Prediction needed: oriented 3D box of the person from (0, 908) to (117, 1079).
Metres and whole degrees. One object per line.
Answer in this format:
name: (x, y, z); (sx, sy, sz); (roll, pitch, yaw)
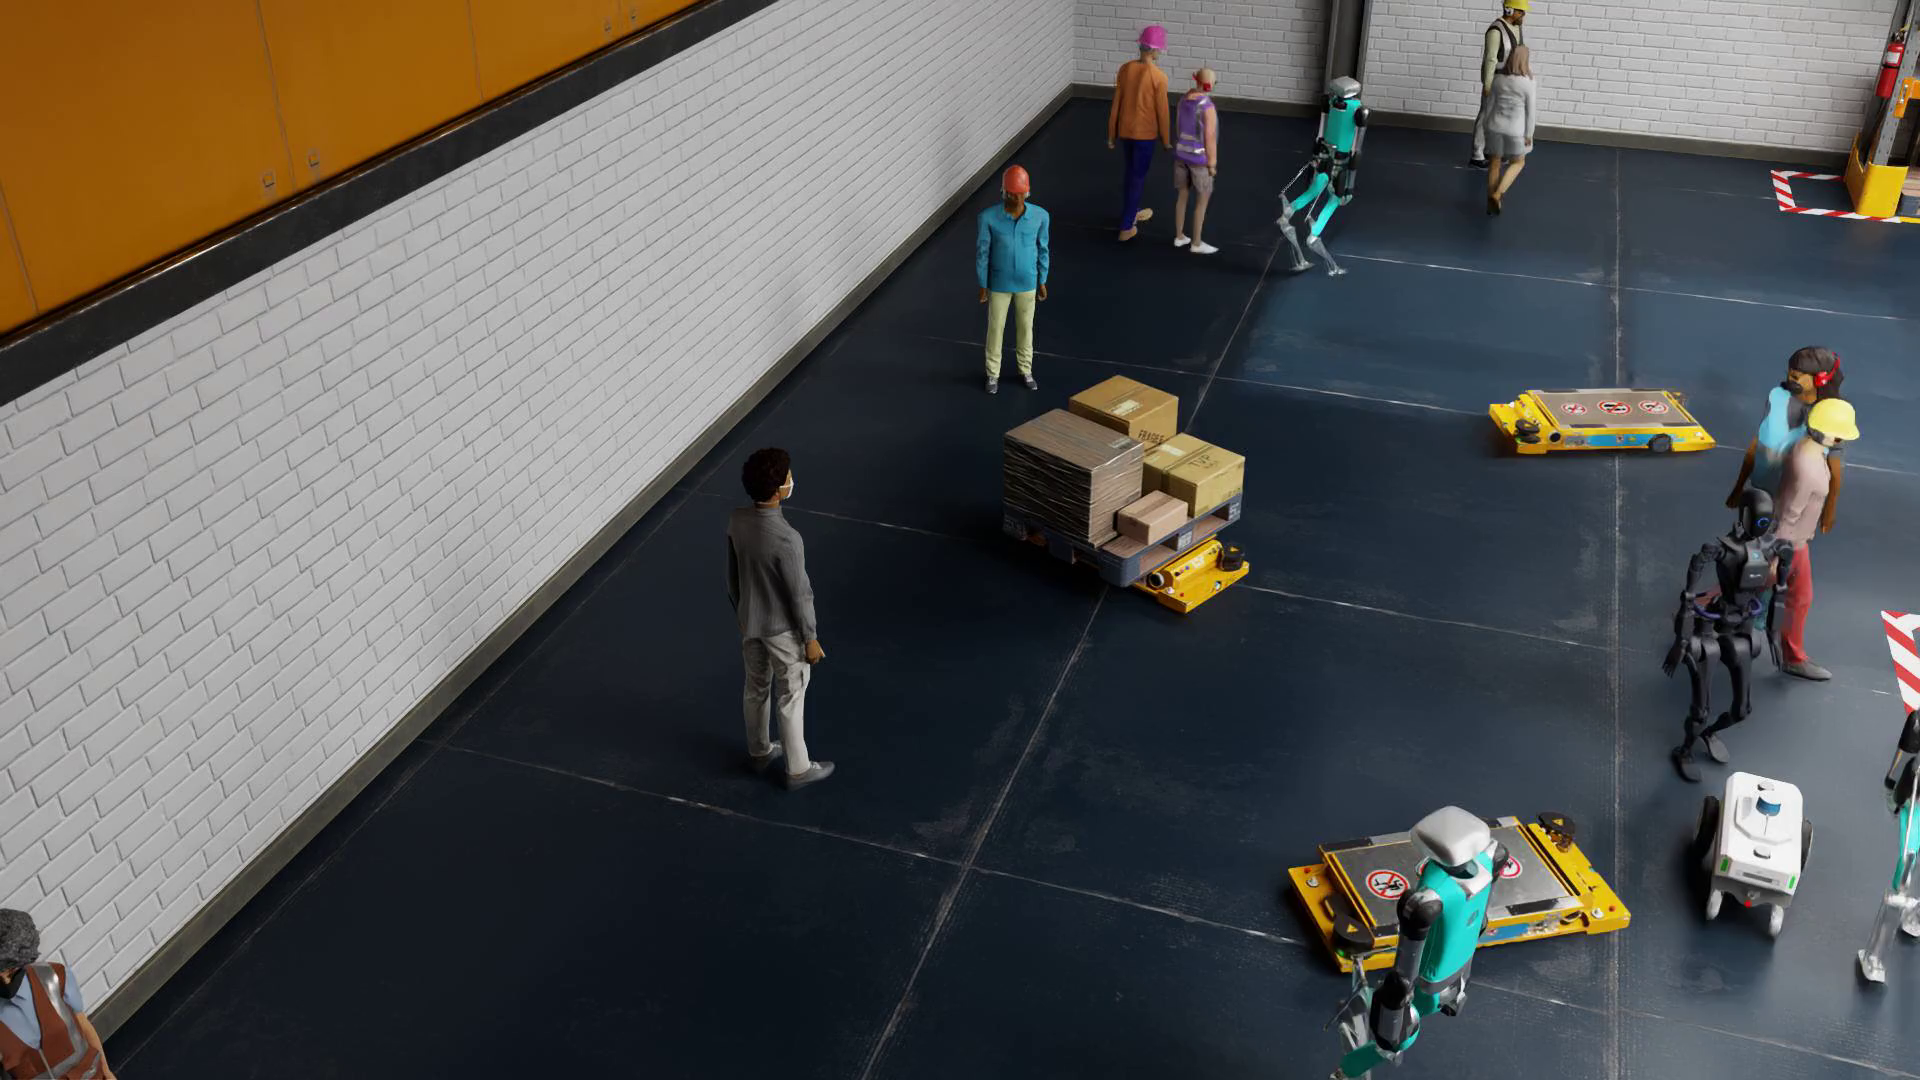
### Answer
person: (-3.217, 1.972, 5.876); (0.315, 1.680, 0.424); (23, 38, 34)

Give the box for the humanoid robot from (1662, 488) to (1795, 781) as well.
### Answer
humanoid robot: (3.881, 0.467, 8.435); (0.590, 1.636, 0.365); (-3, 31, -5)

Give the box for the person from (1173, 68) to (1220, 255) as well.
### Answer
person: (2.118, -3.420, 15.047); (0.345, 1.688, 0.535); (-20, 36, -30)

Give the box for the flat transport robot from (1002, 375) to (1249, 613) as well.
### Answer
flat transport robot: (1.068, 0.011, 10.606); (1.431, 0.231, 0.659); (26, 39, 37)

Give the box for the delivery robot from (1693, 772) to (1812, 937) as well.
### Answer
delivery robot: (3.781, 1.437, 7.895); (0.499, 0.591, 0.768); (13, 33, 21)

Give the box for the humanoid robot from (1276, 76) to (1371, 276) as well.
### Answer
humanoid robot: (3.127, -3.090, 14.424); (0.885, 1.773, 0.553); (-18, 35, -27)

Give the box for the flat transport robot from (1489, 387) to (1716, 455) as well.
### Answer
flat transport robot: (4.662, -0.861, 12.091); (1.431, 0.231, 0.659); (-1, 30, -2)

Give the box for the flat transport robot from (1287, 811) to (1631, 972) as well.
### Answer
flat transport robot: (2.338, 1.646, 7.825); (1.431, 0.231, 0.659); (-6, 31, -10)

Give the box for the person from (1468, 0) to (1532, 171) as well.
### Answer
person: (5.582, -4.750, 17.176); (0.403, 1.825, 0.589); (25, 39, 36)

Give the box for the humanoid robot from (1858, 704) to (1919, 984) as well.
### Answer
humanoid robot: (4.254, 1.201, 7.143); (0.557, 1.743, 0.988); (17, 35, 27)

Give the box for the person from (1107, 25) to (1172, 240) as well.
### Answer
person: (1.708, -3.788, 15.421); (0.565, 1.942, 0.756); (23, 37, 33)

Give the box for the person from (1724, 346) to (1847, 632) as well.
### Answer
person: (4.754, -0.271, 9.548); (0.891, 1.834, 0.521); (-18, 35, -27)

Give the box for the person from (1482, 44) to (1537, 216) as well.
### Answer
person: (5.212, -3.889, 15.868); (0.511, 1.645, 0.469); (20, 36, 30)

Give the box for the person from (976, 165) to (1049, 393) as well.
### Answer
person: (0.396, -1.954, 12.480); (0.562, 1.755, 0.319); (-5, 31, -8)

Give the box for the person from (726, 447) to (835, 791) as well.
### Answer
person: (-0.940, 0.415, 8.313); (0.546, 1.896, 0.376); (22, 37, 32)

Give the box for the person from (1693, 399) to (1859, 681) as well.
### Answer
person: (4.575, -0.037, 9.241); (0.793, 1.725, 0.517); (11, 32, 18)

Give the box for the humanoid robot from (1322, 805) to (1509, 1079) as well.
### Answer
humanoid robot: (1.605, 1.681, 6.329); (0.544, 1.809, 0.691); (-24, 38, -35)
